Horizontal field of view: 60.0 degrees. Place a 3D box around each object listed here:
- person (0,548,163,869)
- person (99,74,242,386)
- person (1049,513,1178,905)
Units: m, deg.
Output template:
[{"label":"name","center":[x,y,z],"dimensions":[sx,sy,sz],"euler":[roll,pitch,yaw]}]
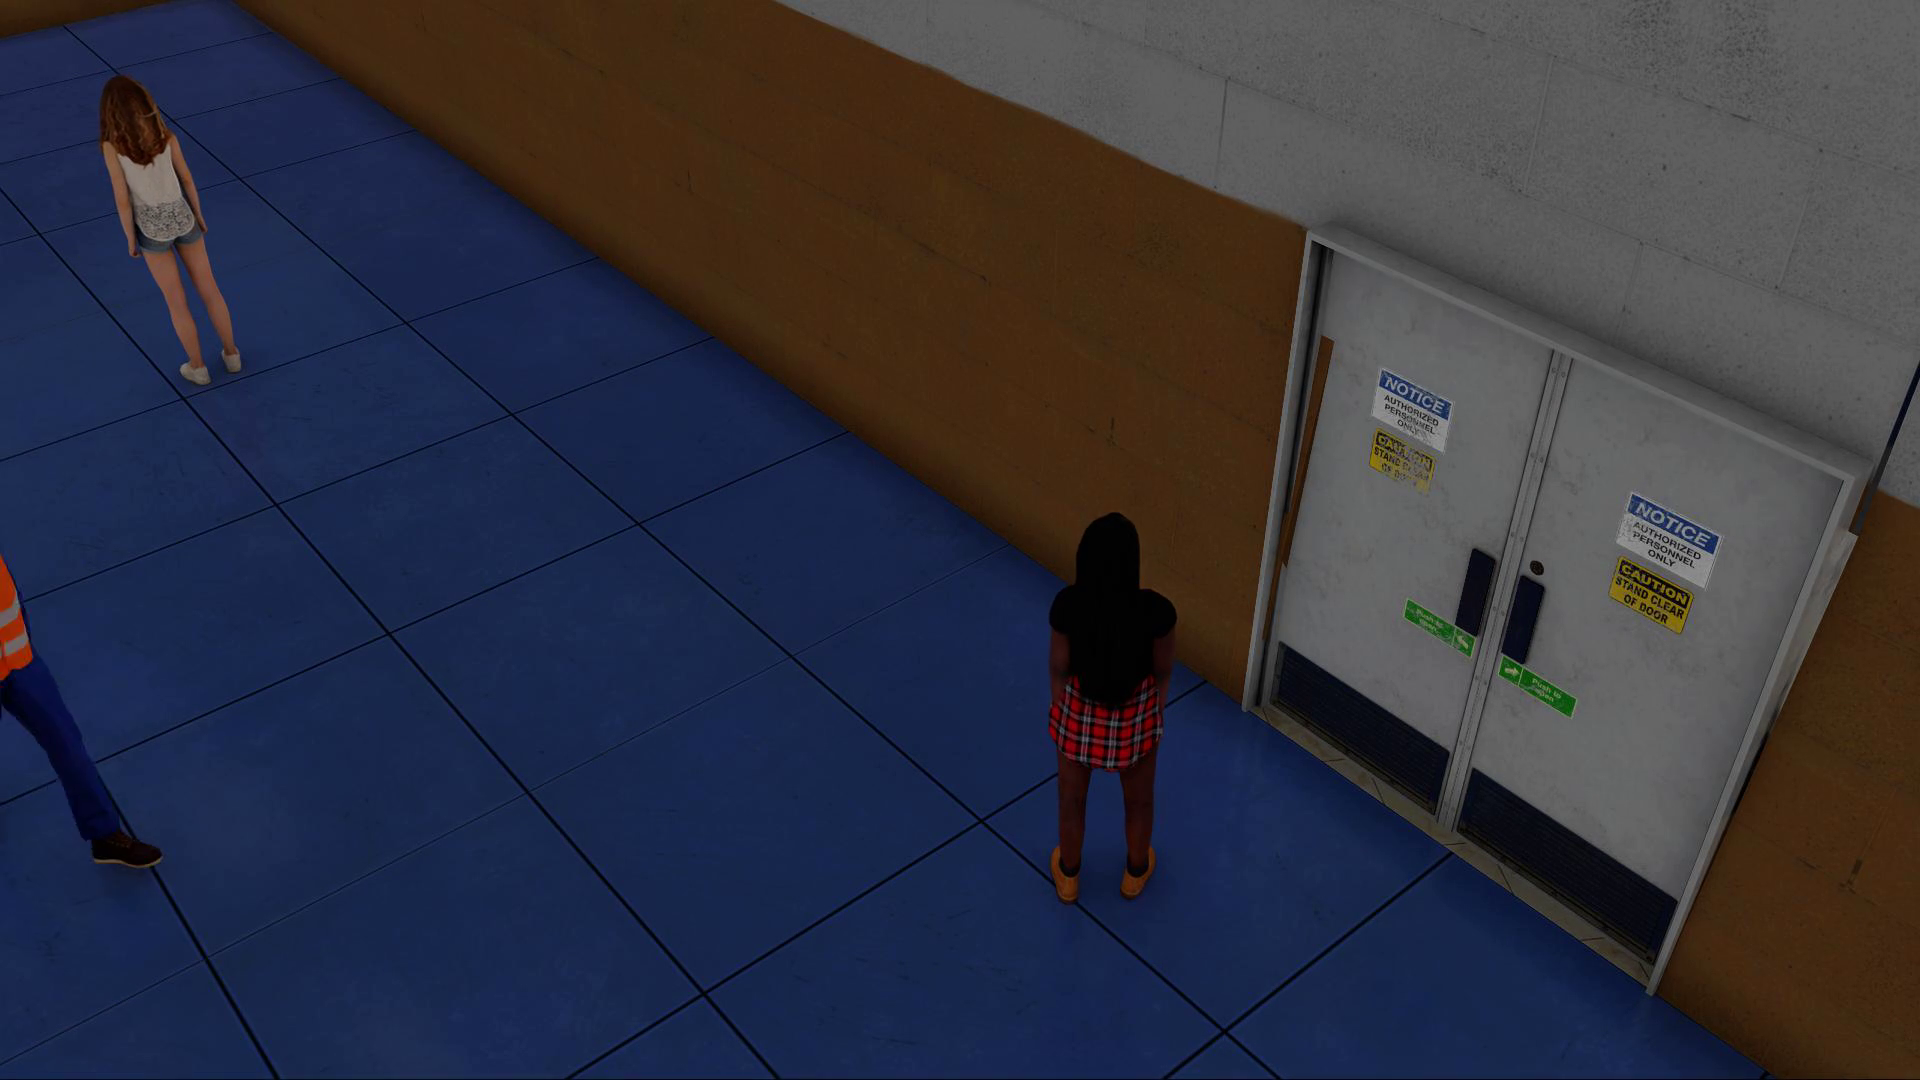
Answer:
[{"label":"person","center":[-3.654,0.491,6.108],"dimensions":[1.159,1.815,1.292],"euler":[14,39,18]},{"label":"person","center":[-4.285,-1.663,9.023],"dimensions":[0.448,1.759,0.633],"euler":[-28,45,-32]},{"label":"person","center":[0.528,0.643,5.979],"dimensions":[0.724,1.725,0.787],"euler":[2,37,3]}]
